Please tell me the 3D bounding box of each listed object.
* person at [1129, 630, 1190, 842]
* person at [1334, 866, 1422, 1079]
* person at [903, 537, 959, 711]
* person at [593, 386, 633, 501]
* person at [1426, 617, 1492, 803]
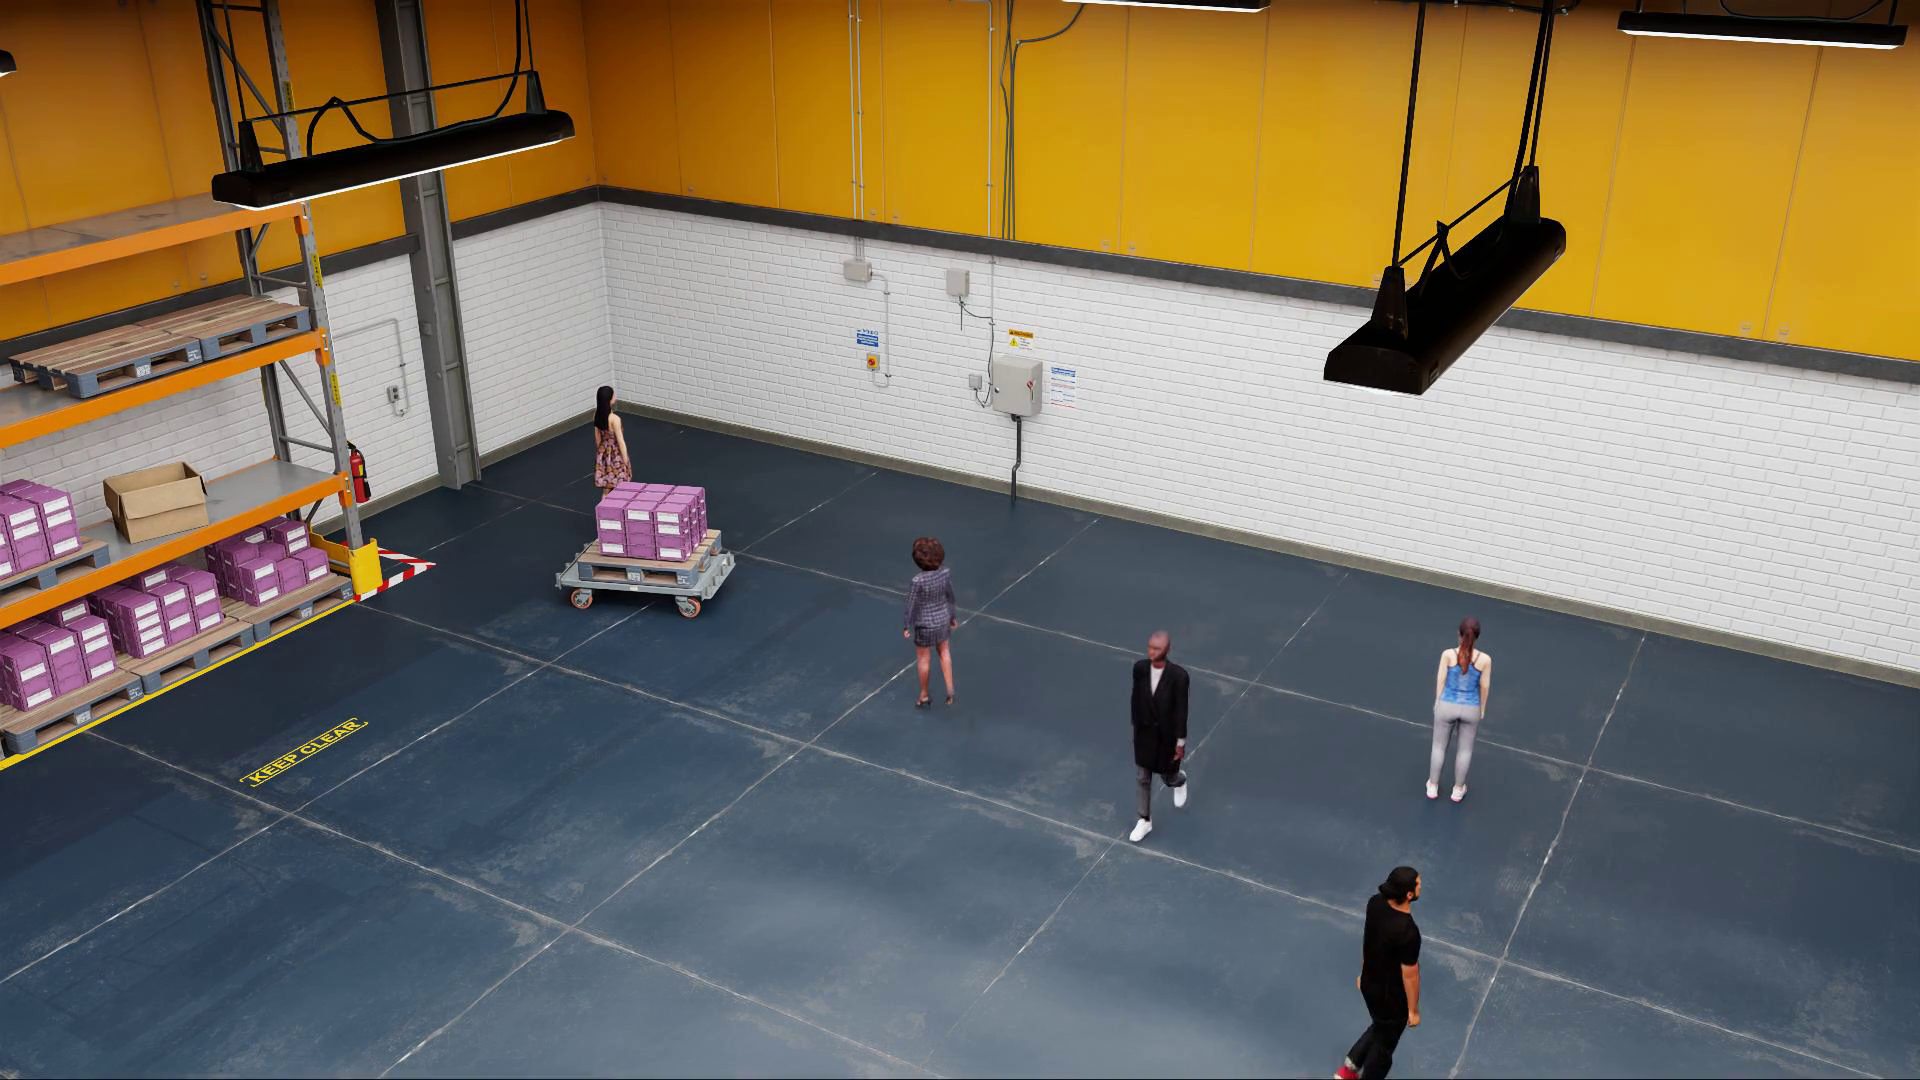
[{"bbox_3d":[1.596,1.483,12.968,0.635,1.746,0.933,14,27,28],"label":"person"},{"bbox_3d":[2.512,2.750,10.070,0.835,1.747,0.774,-6,24,-13],"label":"person"},{"bbox_3d":[-0.220,0.773,14.660,0.703,1.692,0.823,-14,27,-28],"label":"person"},{"bbox_3d":[-3.817,-0.850,18.270,0.685,1.774,0.689,16,28,33],"label":"person"},{"bbox_3d":[4.022,1.360,13.422,0.616,1.608,0.614,5,24,12],"label":"person"}]
